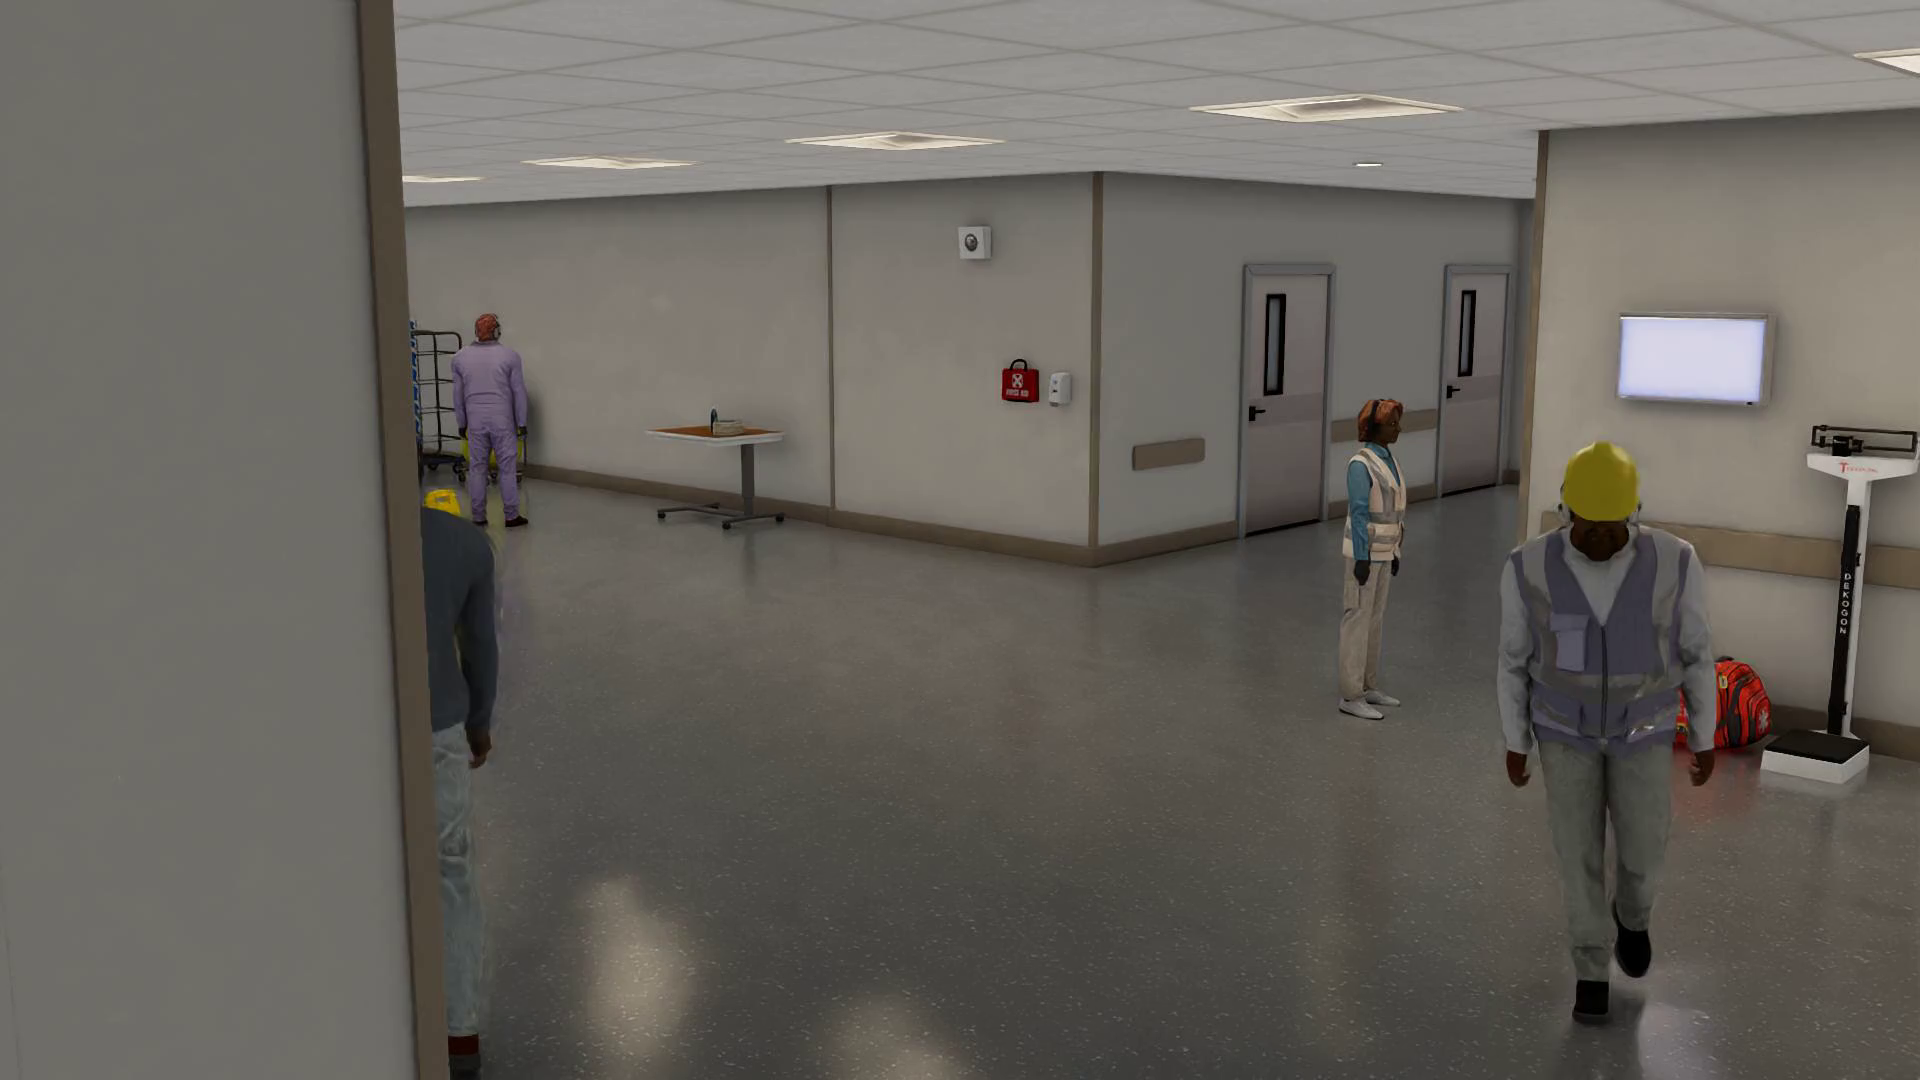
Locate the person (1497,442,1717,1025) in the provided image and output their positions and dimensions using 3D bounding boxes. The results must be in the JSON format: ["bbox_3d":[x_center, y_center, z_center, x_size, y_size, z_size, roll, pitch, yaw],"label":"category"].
[{"bbox_3d":[1.971,0.581,5.110,0.635,1.794,0.558,4,10,21],"label":"person"}]

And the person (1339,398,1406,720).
[{"bbox_3d":[2.132,0.088,8.593,0.309,1.641,0.513,6,11,32],"label":"person"}]

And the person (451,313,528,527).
[{"bbox_3d":[-4.165,-1.061,14.824,0.651,1.907,0.409,0,9,2],"label":"person"}]
